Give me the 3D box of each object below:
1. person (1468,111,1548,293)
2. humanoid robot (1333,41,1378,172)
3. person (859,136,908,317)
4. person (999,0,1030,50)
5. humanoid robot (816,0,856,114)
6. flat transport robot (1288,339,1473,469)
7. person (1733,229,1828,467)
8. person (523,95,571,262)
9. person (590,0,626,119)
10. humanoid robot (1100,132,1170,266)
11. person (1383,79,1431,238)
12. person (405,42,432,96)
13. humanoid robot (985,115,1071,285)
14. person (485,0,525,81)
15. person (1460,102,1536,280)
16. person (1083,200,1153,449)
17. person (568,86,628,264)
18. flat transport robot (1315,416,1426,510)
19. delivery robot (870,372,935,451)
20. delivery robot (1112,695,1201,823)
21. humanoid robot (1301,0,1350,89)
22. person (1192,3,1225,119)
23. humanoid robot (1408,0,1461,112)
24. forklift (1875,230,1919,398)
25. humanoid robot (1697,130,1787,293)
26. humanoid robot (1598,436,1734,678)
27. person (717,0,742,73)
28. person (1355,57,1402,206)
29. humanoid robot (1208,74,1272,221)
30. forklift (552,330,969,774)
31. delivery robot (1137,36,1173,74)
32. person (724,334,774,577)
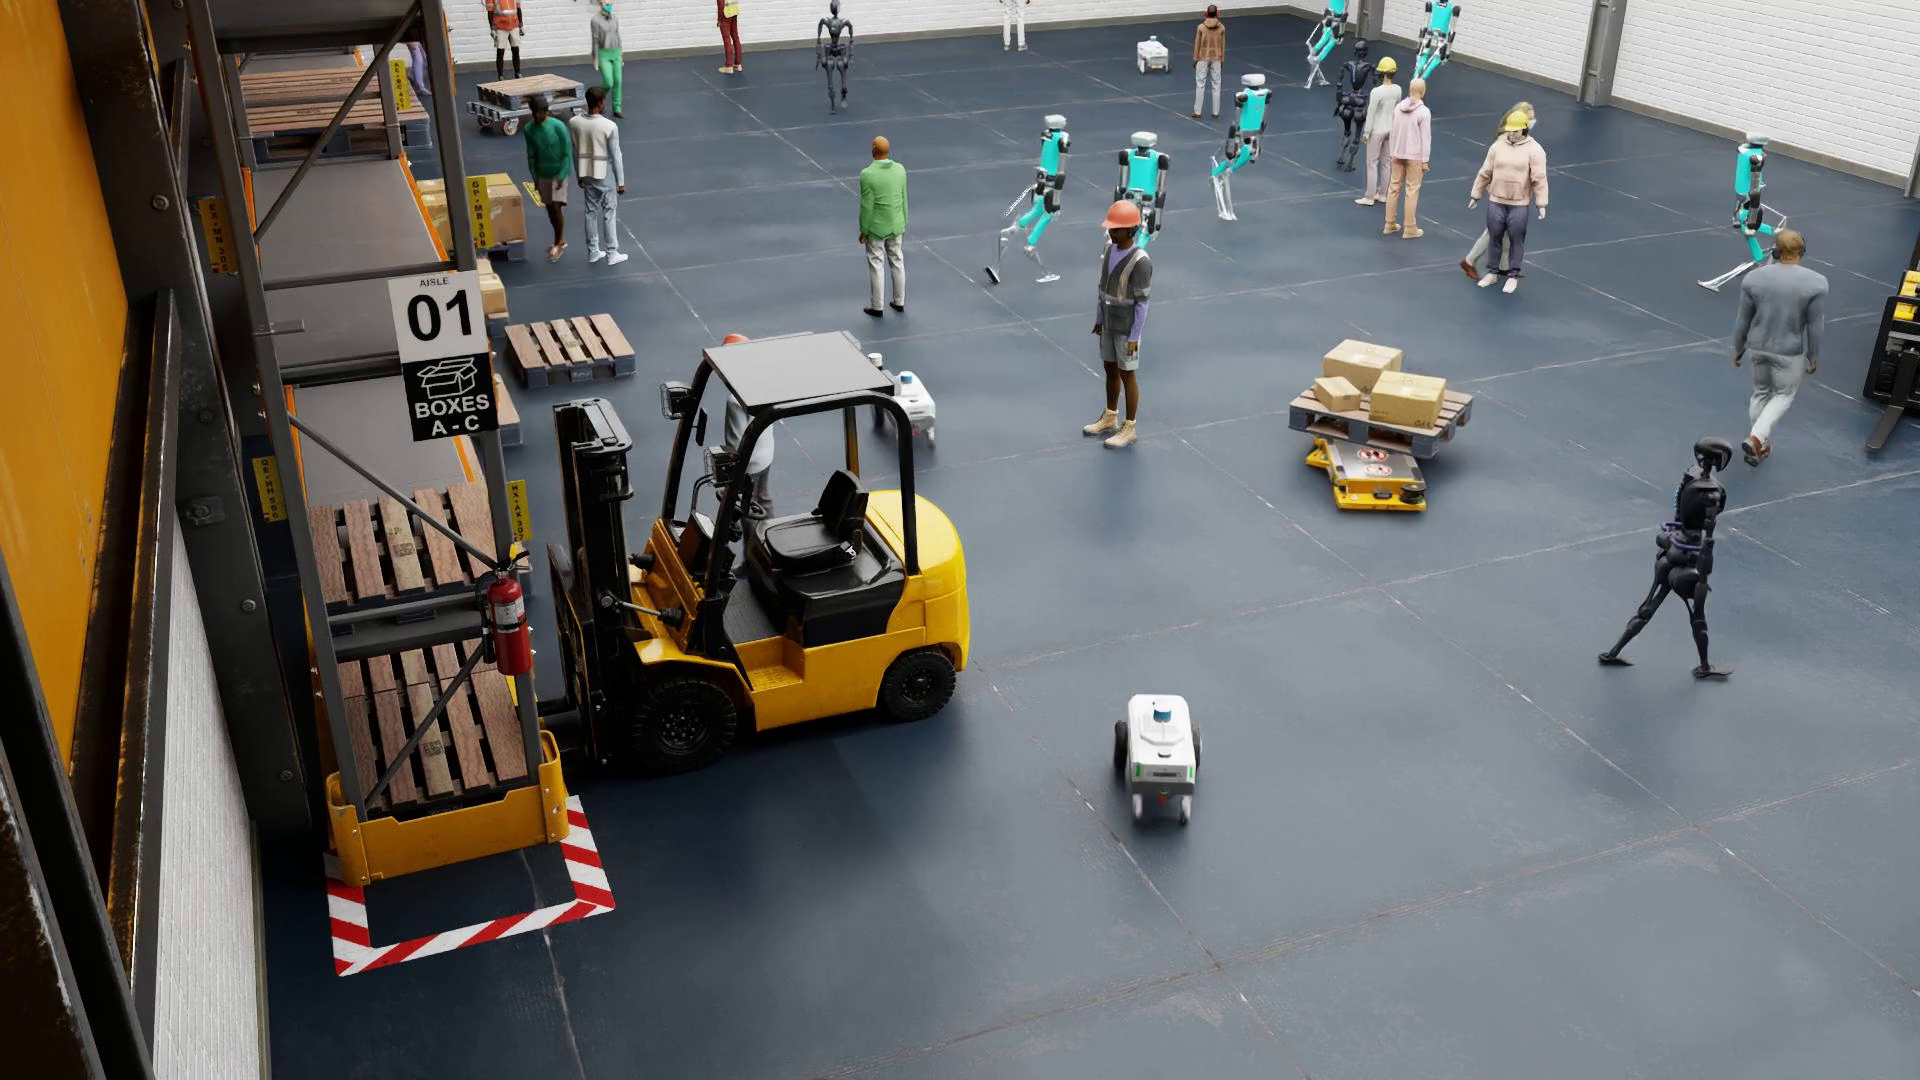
[{"bbox_3d":[5.694,-3.515,17.219,0.813,1.854,0.433,19,32,32],"label":"person"},{"bbox_3d":[5.144,-5.656,21.668,0.603,1.645,0.369,18,32,32],"label":"humanoid robot"},{"bbox_3d":[-0.763,-3.097,16.462,0.552,1.782,0.384,-18,32,-31],"label":"person"},{"bbox_3d":[0.957,-9.591,29.270,0.573,1.883,0.355,7,27,13],"label":"person"},{"bbox_3d":[-1.850,-7.206,24.751,0.600,1.641,0.462,1,27,1],"label":"humanoid robot"},{"bbox_3d":[3.441,-0.857,13.693,0.659,0.231,1.431,16,31,29],"label":"flat transport robot"},{"bbox_3d":[6.389,-1.473,13.102,0.679,1.898,0.664,22,34,37],"label":"person"},{"bbox_3d":[-4.469,-3.961,18.168,0.514,1.793,0.805,5,27,10],"label":"person"},{"bbox_3d":[-5.155,-7.099,24.374,0.445,1.823,0.539,21,34,36],"label":"person"},{"bbox_3d":[1.663,-3.118,16.579,0.544,1.734,0.977,15,30,27],"label":"humanoid robot"},{"bbox_3d":[5.098,-4.335,18.925,0.402,1.782,0.519,-21,34,-36],"label":"person"},{"bbox_3d":[-8.458,-7.795,25.765,0.456,1.816,0.603,4,27,8],"label":"person"},{"bbox_3d":[0.662,-3.505,17.357,0.971,1.773,0.560,-11,29,-20],"label":"humanoid robot"},{"bbox_3d":[-7.178,-8.141,26.308,0.600,1.957,0.380,-22,34,-36],"label":"person"},{"bbox_3d":[5.741,-3.665,17.498,0.669,1.869,0.545,-24,35,-39],"label":"person"},{"bbox_3d":[1.285,-1.752,13.499,0.365,2.045,0.607,-14,30,-25],"label":"person"},{"bbox_3d":[-3.901,-3.926,17.977,0.595,1.908,0.407,9,28,18],"label":"person"},{"bbox_3d":[3.243,-0.611,13.202,0.659,0.231,1.431,2,27,3],"label":"flat transport robot"},{"bbox_3d":[-0.447,-1.110,13.895,0.499,0.611,0.815,-7,27,-13],"label":"delivery robot"},{"bbox_3d":[1.119,1.183,9.304,0.499,0.583,0.758,1,27,2],"label":"delivery robot"},{"bbox_3d":[5.712,-8.011,26.377,0.837,1.859,0.546,-11,29,-22],"label":"humanoid robot"},{"bbox_3d":[3.657,-7.021,24.422,0.457,1.644,0.313,-2,27,-3],"label":"person"},{"bbox_3d":[6.955,-7.200,24.682,0.603,1.789,0.813,17,31,30],"label":"humanoid robot"},{"bbox_3d":[9.029,-2.397,14.618,1.214,2.155,2.313,18,32,32],"label":"forklift"},{"bbox_3d":[8.134,-3.283,16.879,1.008,1.735,0.543,3,27,5],"label":"humanoid robot"},{"bbox_3d":[4.500,0.099,10.282,0.793,1.623,0.592,1,27,2],"label":"humanoid robot"},{"bbox_3d":[-3.830,-8.643,27.502,0.376,1.775,0.466,18,32,31],"label":"person"},{"bbox_3d":[5.096,-4.954,20.184,0.525,1.760,0.330,-18,32,-31],"label":"person"},{"bbox_3d":[3.195,-4.588,19.456,0.536,1.772,0.746,-18,32,-32],"label":"humanoid robot"},{"bbox_3d":[-1.094,0.010,9.831,2.313,2.155,1.214,-10,28,-20],"label":"forklift"},{"bbox_3d":[3.221,-8.088,27.755,0.499,0.592,0.774,-5,27,-10],"label":"delivery robot"},{"bbox_3d":[-1.475,-0.588,11.516,0.351,1.738,0.575,8,28,16],"label":"person"}]
